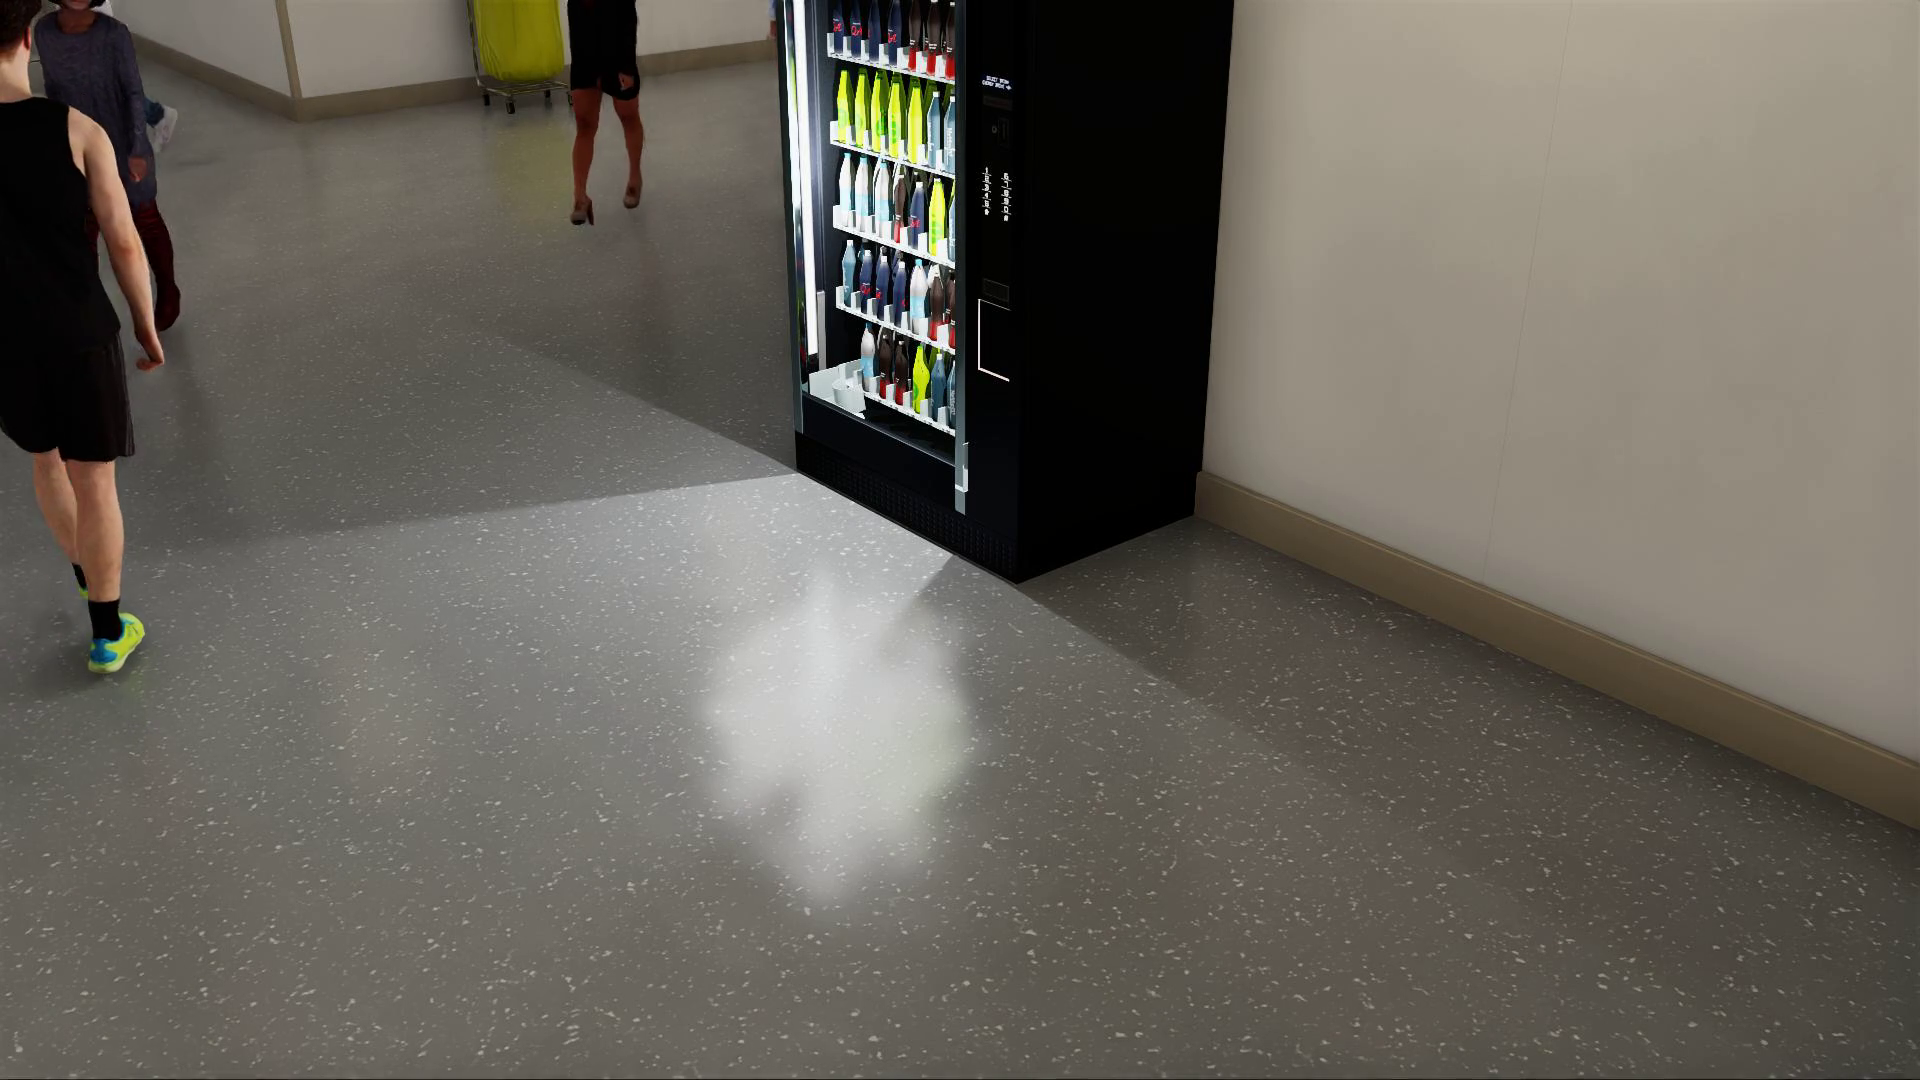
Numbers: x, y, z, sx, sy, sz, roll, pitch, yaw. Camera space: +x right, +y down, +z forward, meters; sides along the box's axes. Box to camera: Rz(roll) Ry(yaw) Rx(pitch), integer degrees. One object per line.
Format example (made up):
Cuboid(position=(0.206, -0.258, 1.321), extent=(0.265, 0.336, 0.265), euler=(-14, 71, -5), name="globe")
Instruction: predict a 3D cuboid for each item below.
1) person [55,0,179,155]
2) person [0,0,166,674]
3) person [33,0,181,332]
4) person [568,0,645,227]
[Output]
Cuboid(position=(-5.195, -3.145, 10.011), extent=(0.810, 1.798, 0.920), euler=(-14, 29, -26), name="person")
Cuboid(position=(-2.481, -0.507, 4.478), extent=(0.894, 1.853, 1.011), euler=(-8, 27, -16), name="person")
Cuboid(position=(-3.565, -1.641, 7.036), extent=(1.006, 1.674, 1.131), euler=(0, 26, 0), name="person")
Cuboid(position=(-1.863, -2.500, 8.913), extent=(1.024, 1.591, 1.060), euler=(3, 26, 7), name="person")
